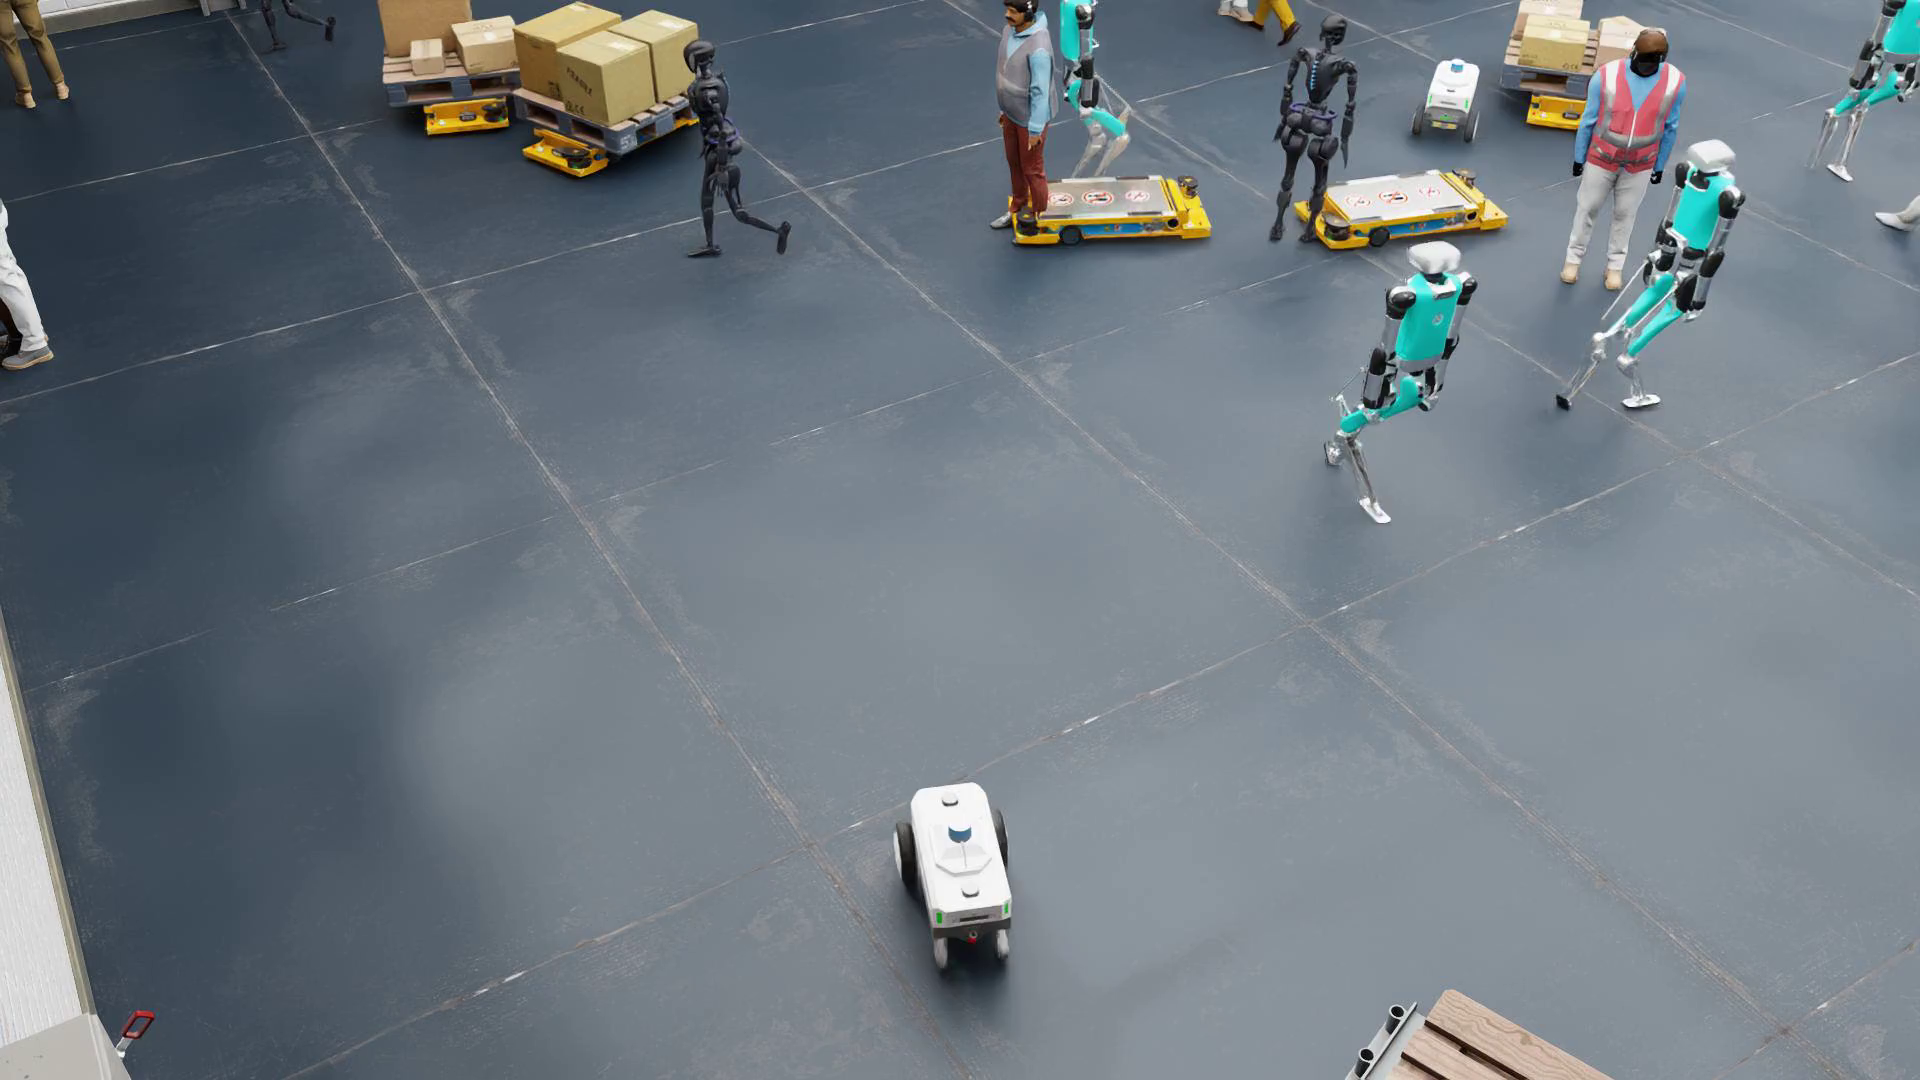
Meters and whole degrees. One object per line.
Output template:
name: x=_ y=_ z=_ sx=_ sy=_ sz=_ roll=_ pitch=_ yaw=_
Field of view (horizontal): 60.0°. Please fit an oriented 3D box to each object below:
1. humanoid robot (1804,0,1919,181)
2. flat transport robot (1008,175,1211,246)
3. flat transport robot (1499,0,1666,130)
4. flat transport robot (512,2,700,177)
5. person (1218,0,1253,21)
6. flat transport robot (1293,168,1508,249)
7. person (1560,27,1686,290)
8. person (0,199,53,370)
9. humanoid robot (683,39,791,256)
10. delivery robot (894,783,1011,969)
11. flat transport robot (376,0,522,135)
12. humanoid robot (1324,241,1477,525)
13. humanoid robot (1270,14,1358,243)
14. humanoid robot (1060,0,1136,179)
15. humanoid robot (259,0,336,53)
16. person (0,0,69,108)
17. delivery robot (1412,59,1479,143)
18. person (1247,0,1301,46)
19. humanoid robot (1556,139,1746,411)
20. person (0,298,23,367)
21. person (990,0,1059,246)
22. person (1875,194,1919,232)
humanoid robot: x=6.938 y=-3.531 z=12.605 sx=0.537 sy=1.815 sz=0.793 roll=1 pitch=38 yaw=1
flat transport robot: x=1.105 y=-2.457 z=12.393 sx=1.431 sy=0.231 sz=0.659 roll=-3 pitch=38 yaw=-4
flat transport robot: x=5.228 y=-3.848 z=14.147 sx=0.659 sy=0.231 sz=1.431 roll=13 pitch=40 yaw=15
flat transport robot: x=-2.798 y=-3.356 z=13.527 sx=0.659 sy=0.231 sz=1.431 roll=25 pitch=45 yaw=28
person: x=2.554 y=-5.681 z=15.173 sx=0.652 sy=1.865 sz=0.582 roll=0 pitch=38 yaw=0
flat transport robot: x=3.288 y=-2.474 z=12.414 sx=1.431 sy=0.231 sz=0.659 roll=-9 pitch=39 yaw=-12
person: x=4.482 y=-2.586 z=11.300 sx=0.629 sy=1.833 sz=0.430 roll=9 pitch=39 yaw=11
person: x=-6.179 y=-1.964 z=10.472 sx=0.354 sy=1.883 sz=0.572 roll=-16 pitch=41 yaw=-20
humanoid robot: x=-1.612 y=-2.739 z=11.649 sx=0.751 sy=1.633 sz=0.610 roll=-13 pitch=40 yaw=-16
delivery robot: x=-0.005 y=1.424 z=7.279 sx=0.499 sy=0.613 sz=0.807 roll=-6 pitch=39 yaw=-8
flat transport robot: x=-4.206 y=-3.837 z=14.133 sx=0.659 sy=0.231 sz=1.431 roll=-9 pitch=39 yaw=-11
humanoid robot: x=2.339 y=-0.947 z=9.362 sx=0.549 sy=1.846 sz=0.847 roll=-16 pitch=41 yaw=-19
humanoid robot: x=2.498 y=-2.914 z=11.836 sx=0.609 sy=1.645 sz=0.380 roll=26 pitch=45 yaw=29
humanoid robot: x=1.047 y=-3.347 z=12.356 sx=0.686 sy=1.831 sz=0.535 roll=-10 pitch=39 yaw=-12
humanoid robot: x=-6.032 y=-5.147 z=14.680 sx=0.690 sy=1.638 sz=0.598 roll=-28 pitch=46 yaw=-30
person: x=-7.841 y=-4.446 z=13.696 sx=0.516 sy=1.766 sz=0.374 roll=-27 pitch=46 yaw=-30
delivery robot: x=4.024 y=-3.615 z=13.638 sx=0.499 sy=0.614 sz=0.790 roll=13 pitch=40 yaw=15
person: x=2.869 y=-5.308 z=14.816 sx=0.588 sy=1.720 sz=0.772 roll=-21 pitch=43 yaw=-24
humanoid robot: x=4.078 y=-1.483 z=10.037 sx=0.856 sy=1.844 sz=0.549 roll=-10 pitch=39 yaw=-12
person: x=-6.269 y=-1.992 z=10.462 sx=0.371 sy=1.938 sz=0.544 roll=-3 pitch=38 yaw=-4
person: x=0.472 y=-3.015 z=11.812 sx=0.418 sy=1.872 sz=0.527 roll=-17 pitch=42 yaw=-20
person: x=7.281 y=-2.911 z=11.902 sx=0.884 sy=1.585 sz=0.529 roll=15 pitch=41 yaw=18
